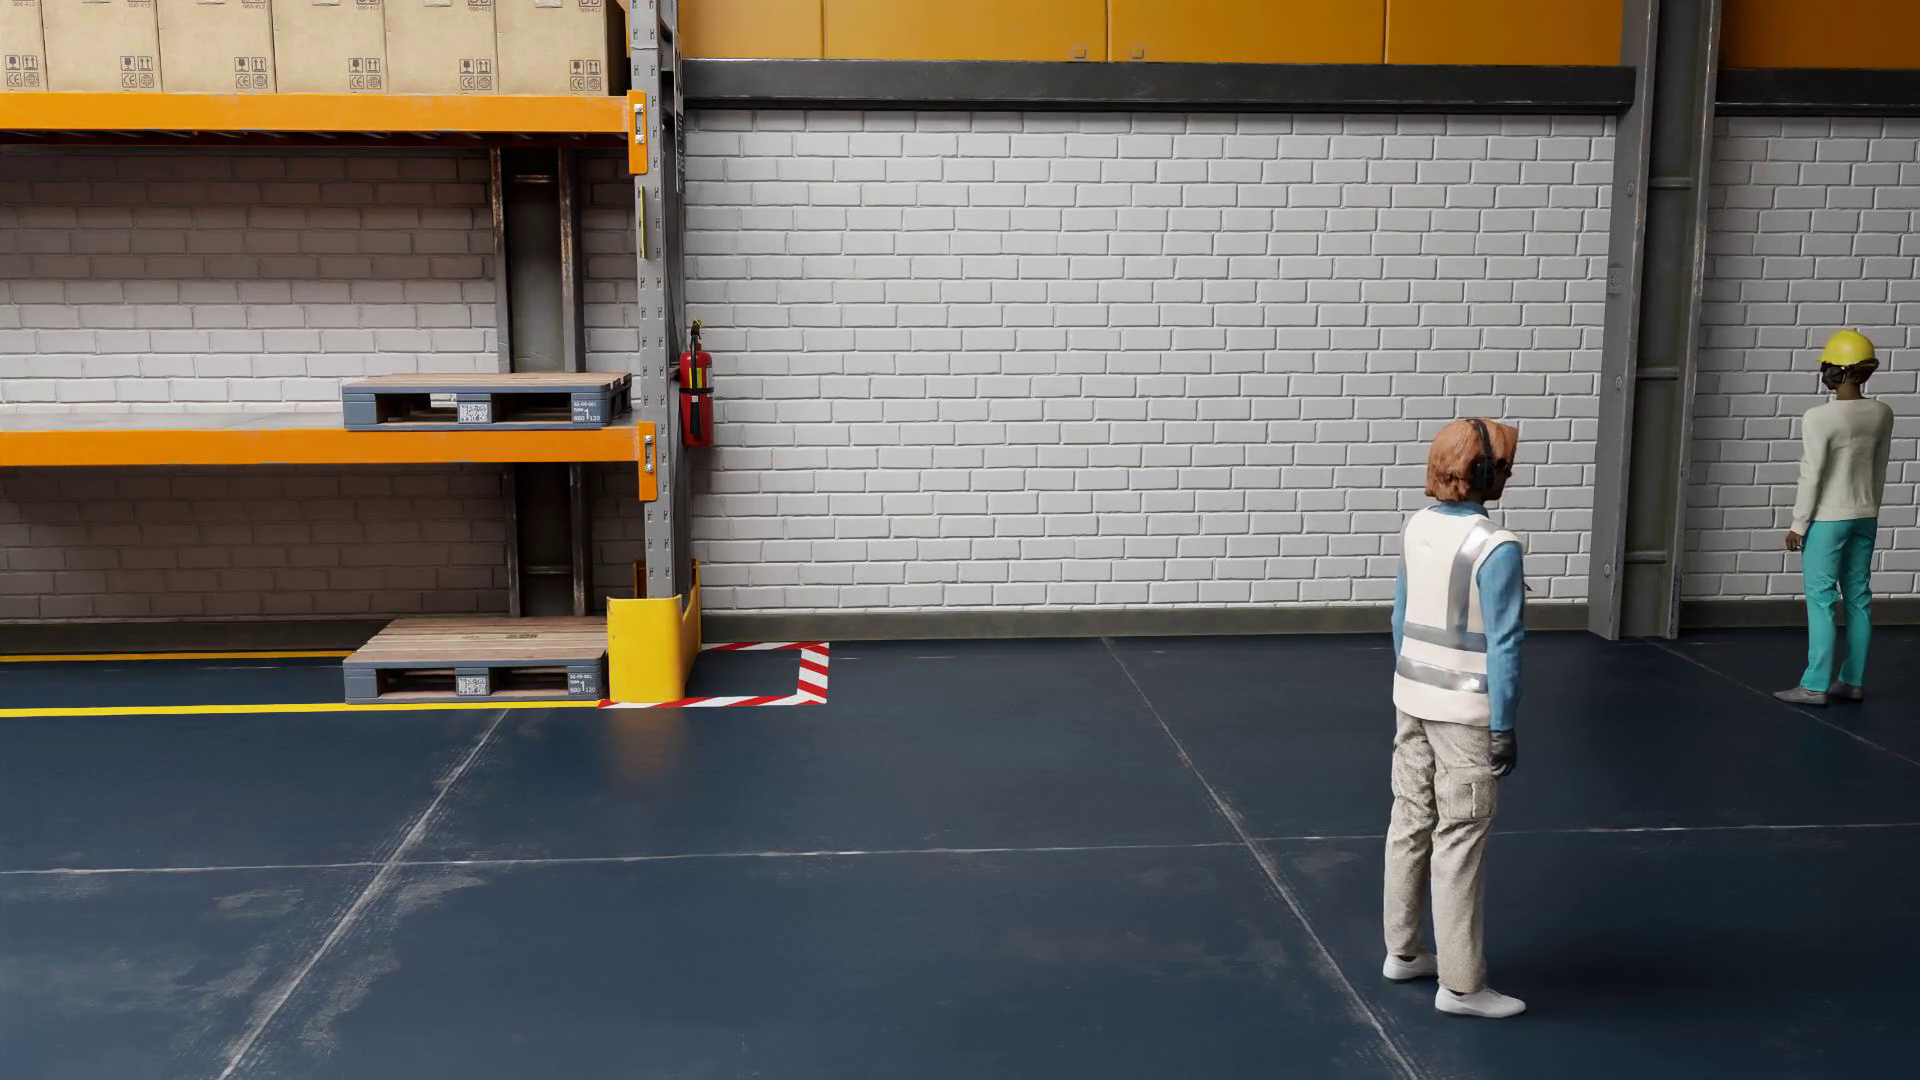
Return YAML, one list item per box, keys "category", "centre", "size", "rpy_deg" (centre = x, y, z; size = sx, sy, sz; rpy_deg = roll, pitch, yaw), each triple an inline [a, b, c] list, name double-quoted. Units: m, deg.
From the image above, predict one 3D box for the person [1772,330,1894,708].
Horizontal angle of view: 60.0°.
- category: "person"
  centre: [4.107, -0.094, 7.798]
  size: [0.525, 1.772, 0.301]
  rpy_deg: [-4, 10, -22]

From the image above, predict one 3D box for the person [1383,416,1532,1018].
- category: "person"
  centre: [1.361, 0.481, 4.591]
  size: [0.315, 1.641, 0.514]
  rpy_deg: [-3, 9, -18]
